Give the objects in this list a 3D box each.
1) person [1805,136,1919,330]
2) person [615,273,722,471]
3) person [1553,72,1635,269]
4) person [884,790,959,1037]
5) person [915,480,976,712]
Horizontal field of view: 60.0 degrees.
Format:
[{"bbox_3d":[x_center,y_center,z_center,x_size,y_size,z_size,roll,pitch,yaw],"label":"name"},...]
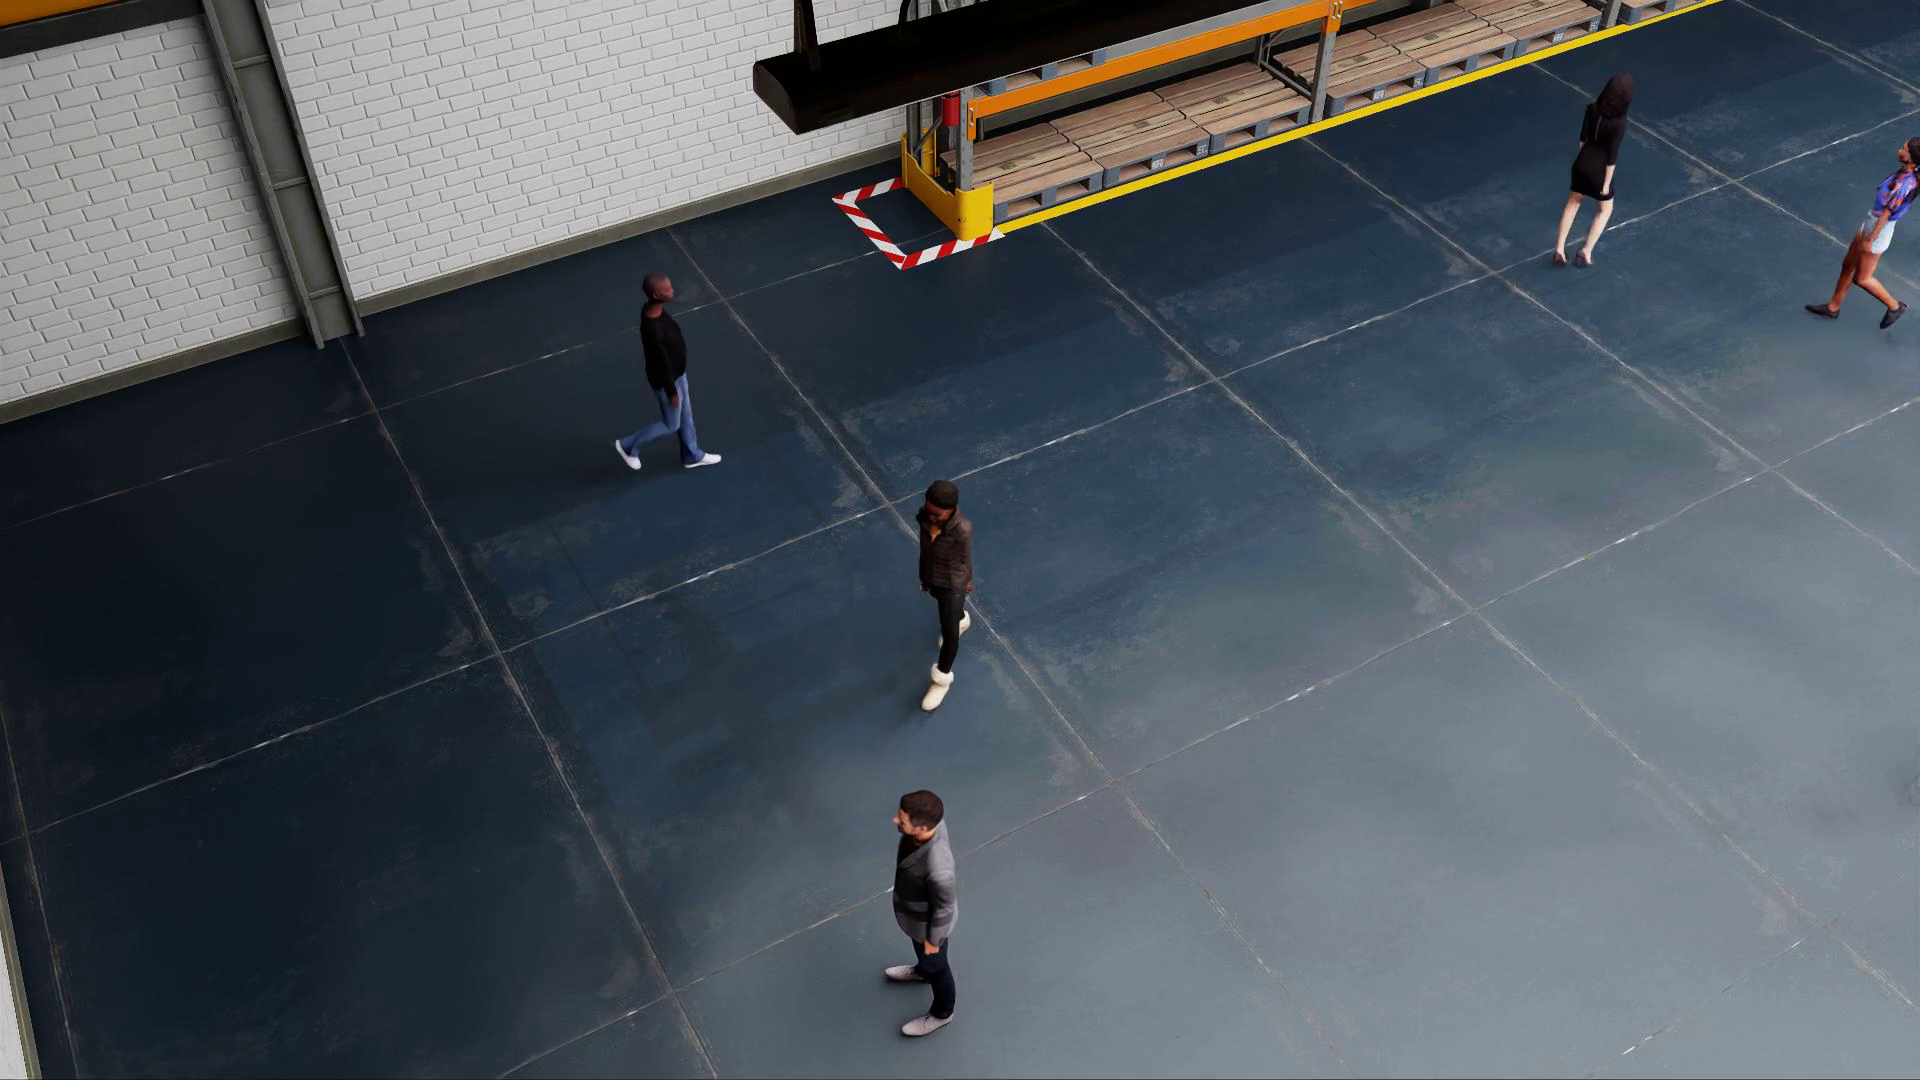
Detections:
[{"bbox_3d":[7.456,-2.426,13.371,0.958,1.724,0.980,20,47,19],"label":"person"},{"bbox_3d":[-2.198,-1.159,12.034,1.071,1.733,0.831,-7,44,-7],"label":"person"},{"bbox_3d":[5.244,-3.042,13.967,0.592,1.795,0.635,-20,47,-20],"label":"person"},{"bbox_3d":[-0.176,1.917,8.704,0.701,1.874,0.745,-10,44,-10],"label":"person"},{"bbox_3d":[-0.183,0.306,10.556,0.813,1.652,1.086,-23,48,-23],"label":"person"}]
